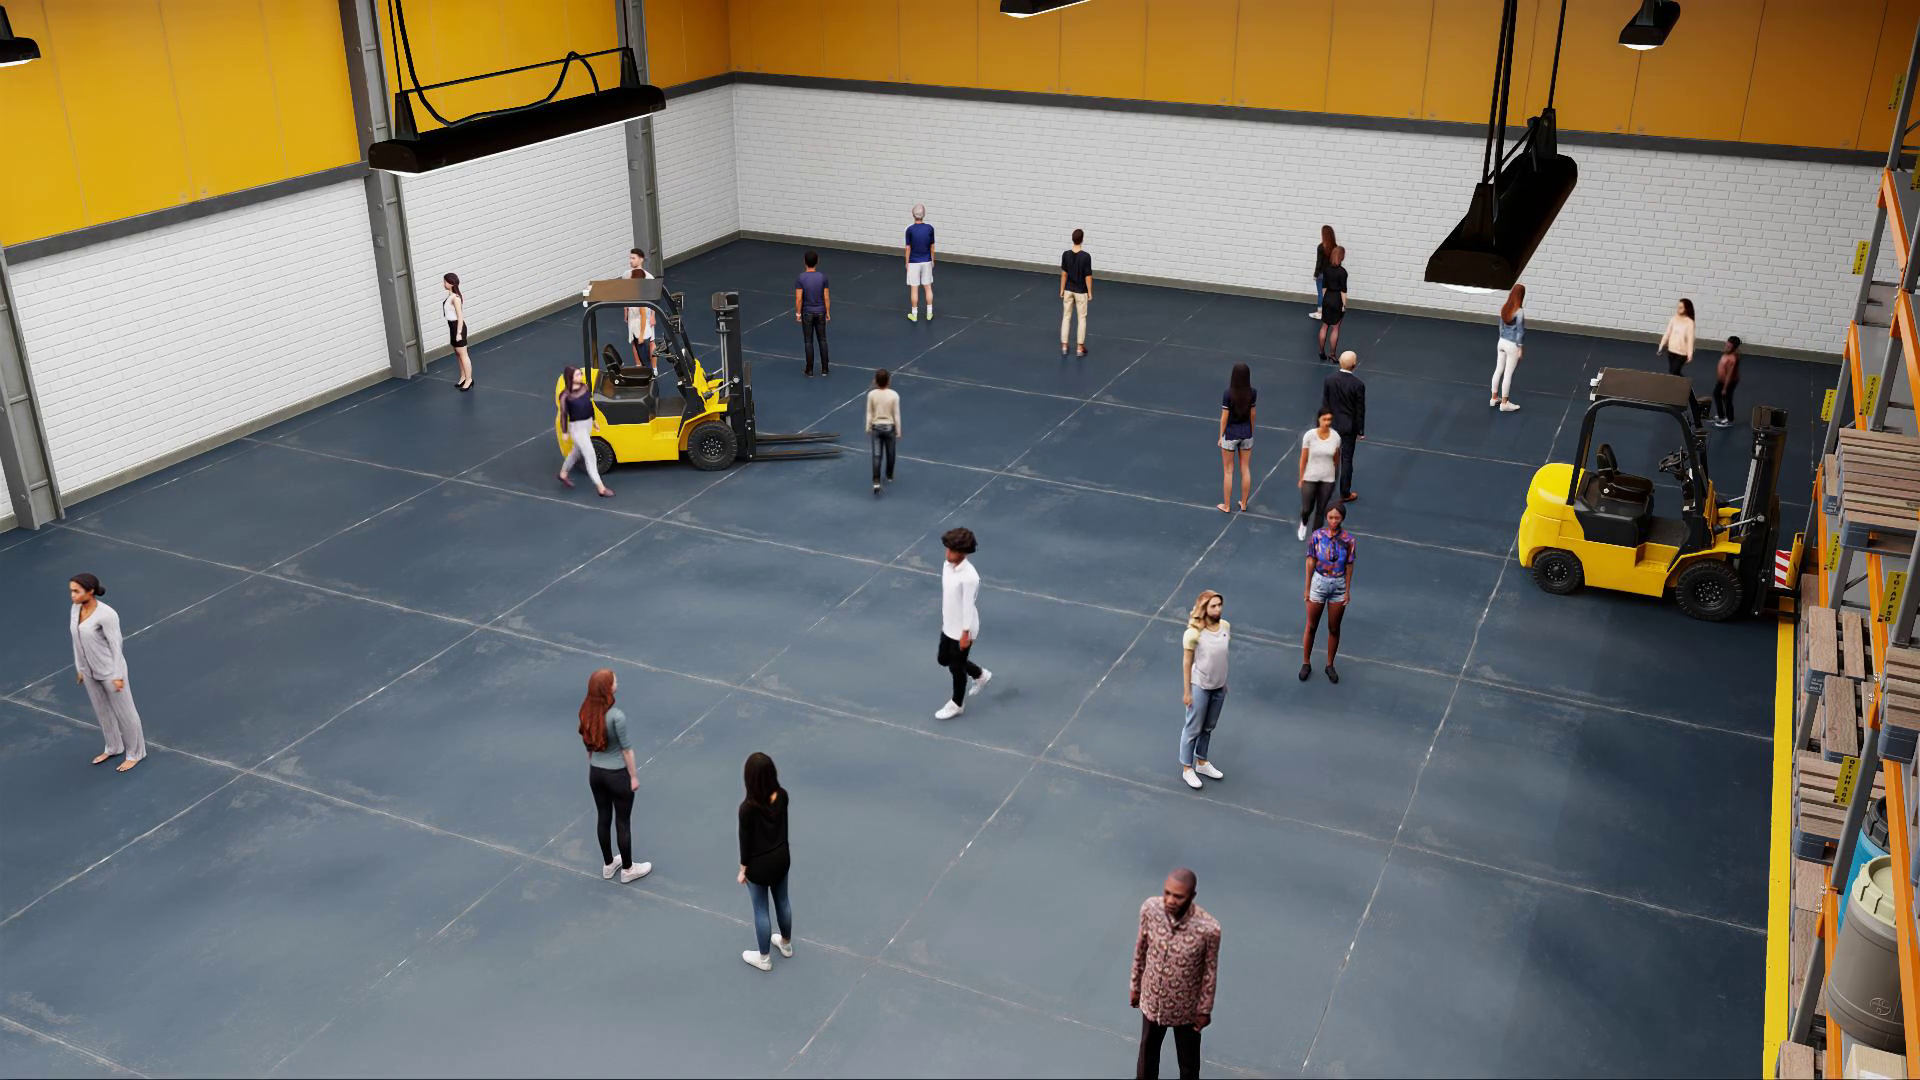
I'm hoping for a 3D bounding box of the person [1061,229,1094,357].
[{"bbox_3d":[1.710,-3.647,24.464,0.629,1.851,0.538,11,26,23],"label":"person"}]

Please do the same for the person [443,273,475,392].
[{"bbox_3d":[-6.940,-2.881,22.965,0.669,1.649,0.640,-13,27,-28],"label":"person"}]

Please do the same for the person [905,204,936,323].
[{"bbox_3d":[-0.629,-4.364,26.120,0.721,1.839,0.771,-7,25,-16],"label":"person"}]

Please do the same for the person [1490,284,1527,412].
[{"bbox_3d":[7.332,-2.584,22.219,0.739,1.703,0.674,-8,25,-17],"label":"person"}]

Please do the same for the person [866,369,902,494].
[{"bbox_3d":[-0.913,-1.264,19.517,0.829,1.448,1.067,0,24,1],"label":"person"}]

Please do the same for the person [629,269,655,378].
[{"bbox_3d":[-4.328,-2.820,22.657,0.726,1.784,0.670,-9,25,-19],"label":"person"}]

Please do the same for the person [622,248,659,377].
[{"bbox_3d":[-4.494,-3.197,23.431,0.676,1.855,0.561,11,26,24],"label":"person"}]

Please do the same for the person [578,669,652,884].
[{"bbox_3d":[-2.576,1.739,12.280,0.586,1.743,0.552,13,27,27],"label":"person"}]

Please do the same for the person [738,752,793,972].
[{"bbox_3d":[-1.324,2.184,11.380,0.562,1.647,0.689,-21,31,-40],"label":"person"}]

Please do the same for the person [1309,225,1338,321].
[{"bbox_3d":[5.770,-4.240,26.279,0.590,1.484,0.699,-16,28,-32],"label":"person"}]

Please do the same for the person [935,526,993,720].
[{"bbox_3d":[0.057,0.714,14.562,0.985,1.792,0.885,-14,27,-28],"label":"person"}]

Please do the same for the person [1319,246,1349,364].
[{"bbox_3d":[5.417,-3.424,24.136,0.653,1.705,0.658,-16,29,-33],"label":"person"}]

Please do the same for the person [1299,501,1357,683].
[{"bbox_3d":[3.358,0.463,15.197,0.650,1.743,0.615,3,24,7],"label":"person"}]

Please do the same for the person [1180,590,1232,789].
[{"bbox_3d":[1.993,1.191,13.558,0.650,1.723,0.770,-16,28,-33],"label":"person"}]

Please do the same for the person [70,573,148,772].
[{"bbox_3d":[-7.118,1.067,13.824,0.646,1.737,0.545,9,25,19],"label":"person"}]

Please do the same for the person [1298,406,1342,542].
[{"bbox_3d":[3.847,-0.685,17.956,0.714,1.637,0.785,0,24,-1],"label":"person"}]

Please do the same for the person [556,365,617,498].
[{"bbox_3d":[-4.468,-1.273,19.386,0.667,1.570,1.029,10,25,21],"label":"person"}]

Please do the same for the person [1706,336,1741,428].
[{"bbox_3d":[10.011,-2.056,21.599,0.682,1.231,0.596,4,24,10],"label":"person"}]

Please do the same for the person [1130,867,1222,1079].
[{"bbox_3d":[1.275,2.723,9.946,0.673,1.808,0.577,11,26,25],"label":"person"}]

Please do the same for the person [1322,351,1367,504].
[{"bbox_3d":[4.405,-1.313,19.188,0.700,1.800,0.621,14,27,29],"label":"person"}]

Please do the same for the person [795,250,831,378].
[{"bbox_3d":[-2.074,-3.202,23.519,0.707,1.792,0.743,-6,24,-14],"label":"person"}]

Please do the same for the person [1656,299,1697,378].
[{"bbox_3d":[9.725,-2.525,22.402,1.000,1.447,0.927,-10,25,-21],"label":"person"}]

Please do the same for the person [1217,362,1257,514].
[{"bbox_3d":[3.146,-1.162,18.886,0.663,1.766,0.700,-5,24,-10],"label":"person"}]
